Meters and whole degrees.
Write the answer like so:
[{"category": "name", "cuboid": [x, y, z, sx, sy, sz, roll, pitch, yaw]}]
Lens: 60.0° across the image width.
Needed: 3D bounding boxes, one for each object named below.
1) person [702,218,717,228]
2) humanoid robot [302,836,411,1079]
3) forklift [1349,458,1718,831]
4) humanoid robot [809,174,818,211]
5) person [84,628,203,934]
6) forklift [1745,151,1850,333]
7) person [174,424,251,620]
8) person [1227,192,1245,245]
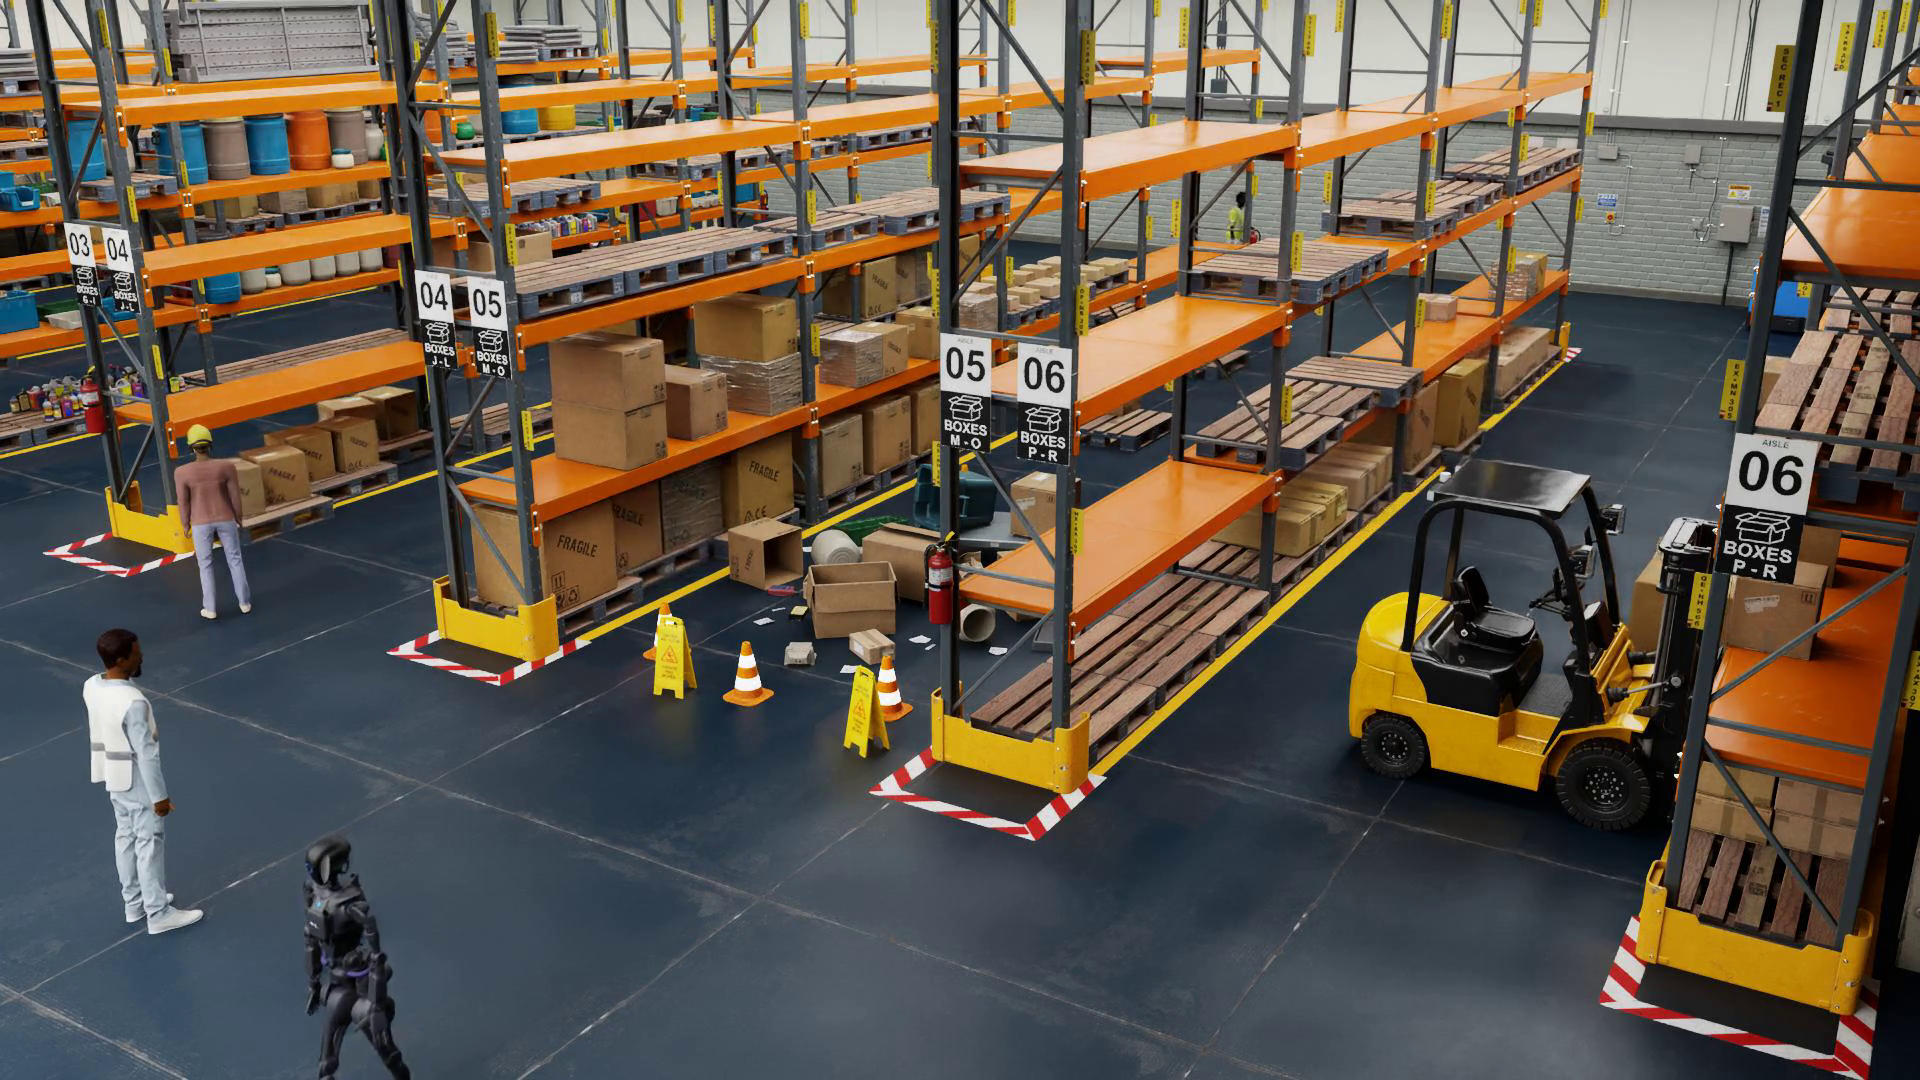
[{"category": "person", "cuboid": [-5.259, -7.046, 34.818, 0.489, 1.688, 0.349, -6, 20, -17]}, {"category": "humanoid robot", "cuboid": [-2.991, 2.216, 8.110, 0.600, 1.632, 0.759, 12, 23, 32]}, {"category": "forklift", "cuboid": [3.988, 0.658, 11.776, 2.313, 2.155, 1.214, 11, 22, 29]}, {"category": "humanoid robot", "cuboid": [-3.133, -7.063, 34.879, 0.412, 1.640, 0.601, -10, 21, -26]}, {"category": "person", "cuboid": [-4.946, 1.438, 9.936, 0.592, 1.917, 0.374, 14, 24, 35]}, {"category": "forklift", "cuboid": [13.620, -4.667, 26.137, 1.873, 2.768, 1.129, 11, 22, 29]}, {"category": "person", "cuboid": [-6.666, -0.168, 14.826, 0.521, 1.759, 0.348, -11, 22, -29]}, {"category": "person", "cuboid": [5.100, -5.530, 30.453, 0.511, 1.673, 0.538, 11, 22, 29]}]
